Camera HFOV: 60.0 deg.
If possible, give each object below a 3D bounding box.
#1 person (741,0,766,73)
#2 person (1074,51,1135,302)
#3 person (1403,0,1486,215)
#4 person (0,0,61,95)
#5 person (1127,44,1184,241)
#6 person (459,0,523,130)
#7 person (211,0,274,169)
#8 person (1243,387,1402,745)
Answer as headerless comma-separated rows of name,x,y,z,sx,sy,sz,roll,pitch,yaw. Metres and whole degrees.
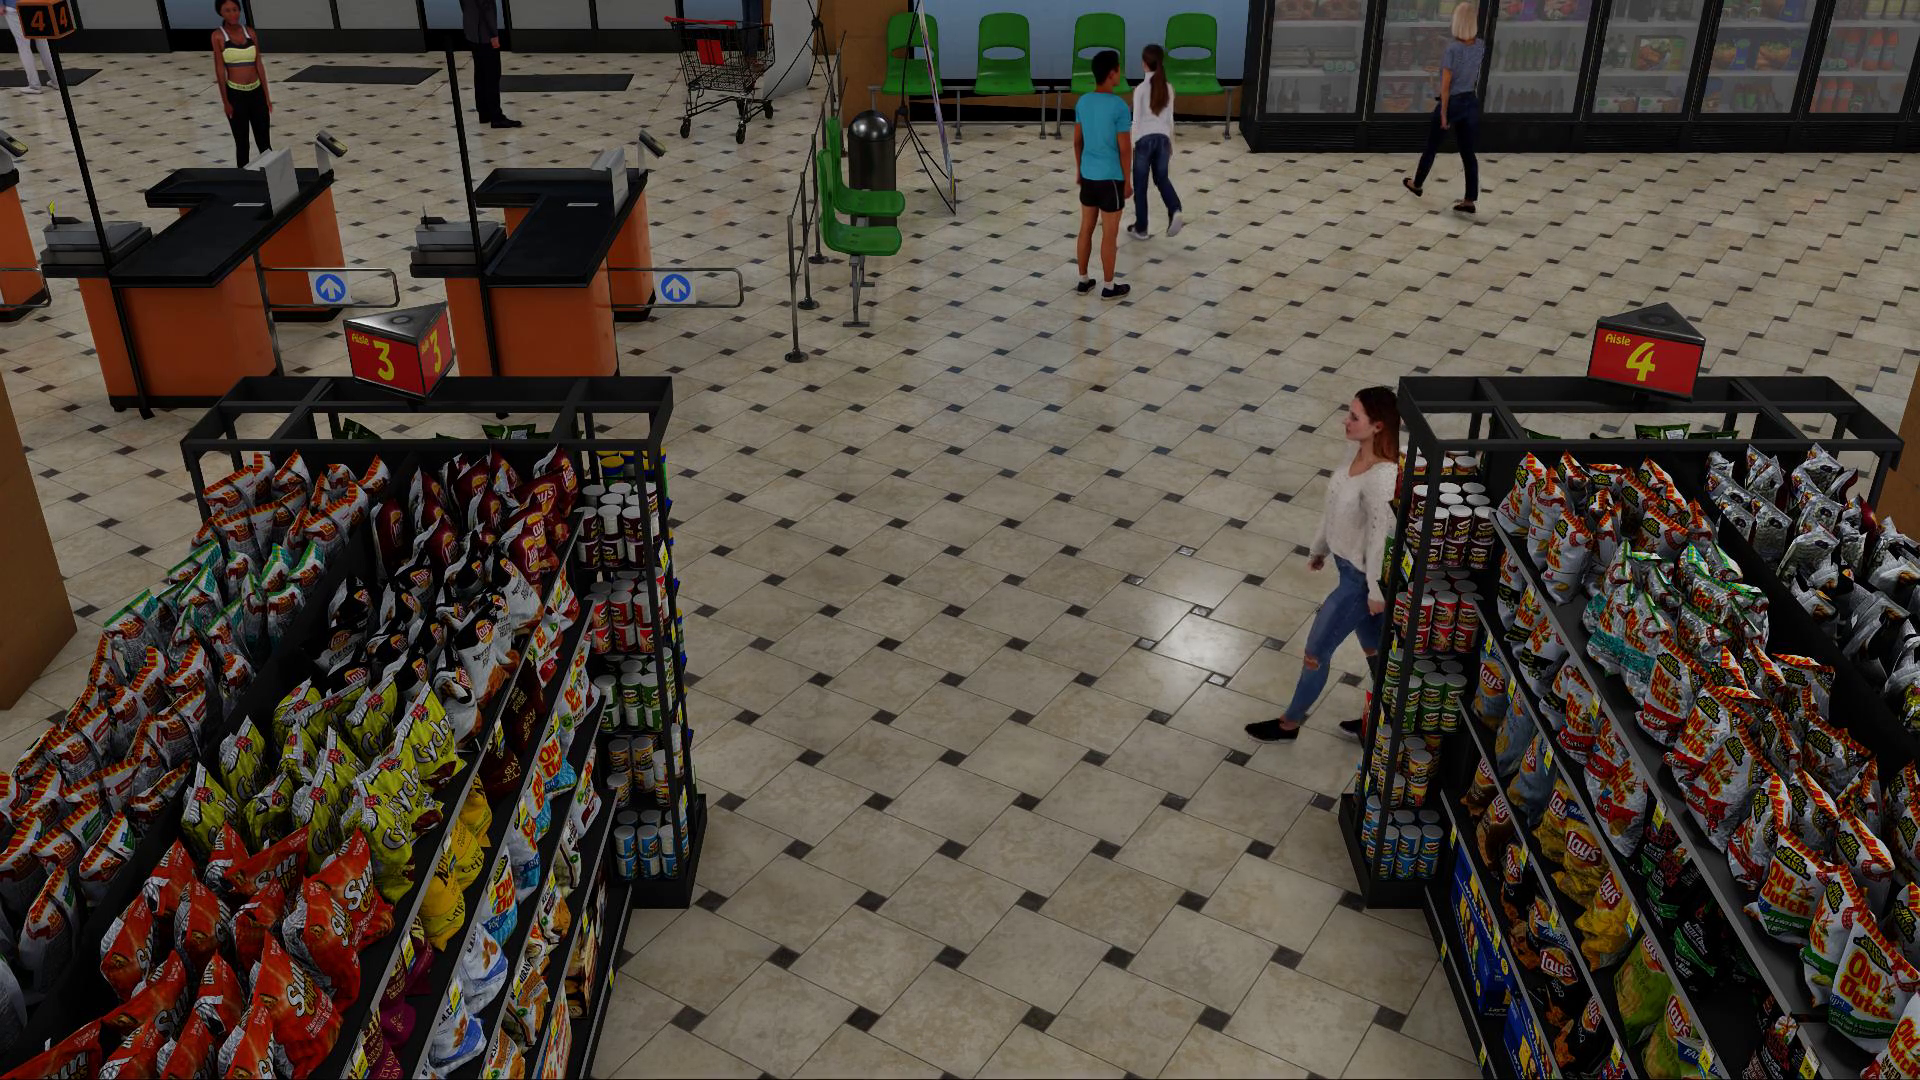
person,-2.316,-6.108,18.368,0.734,1.790,0.620,-15,32,-26
person,1.018,-2.616,11.985,0.694,1.777,0.729,22,35,34
person,4.161,-3.520,13.748,0.850,1.675,1.191,-10,30,-18
person,-9.850,-5.654,17.434,0.803,1.887,0.693,17,33,28
person,1.540,-3.086,13.089,0.702,1.544,0.909,-10,30,-17
person,-4.666,-4.985,16.257,0.863,1.842,0.776,-21,35,-34
person,-6.014,-3.698,13.990,0.640,1.755,0.696,-24,37,-37
person,1.776,0.156,7.026,0.702,1.663,0.839,0,29,0
